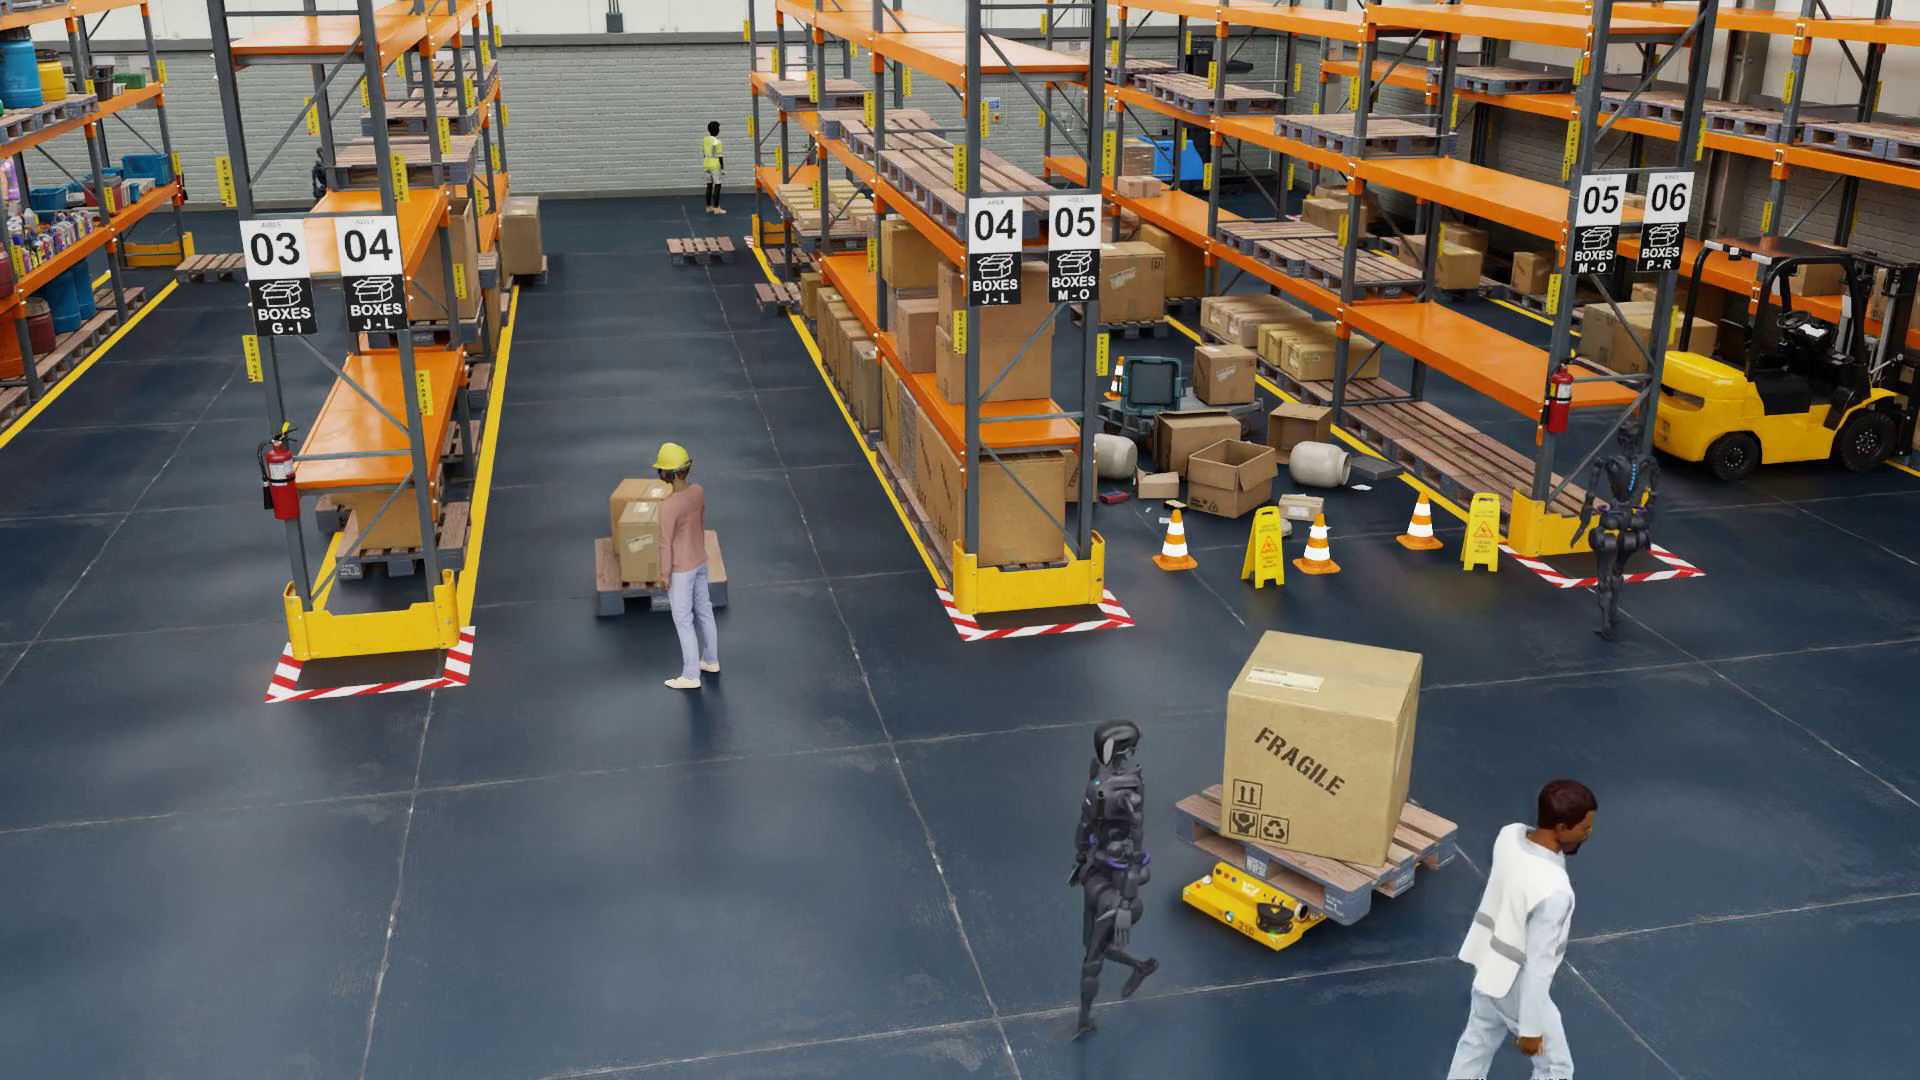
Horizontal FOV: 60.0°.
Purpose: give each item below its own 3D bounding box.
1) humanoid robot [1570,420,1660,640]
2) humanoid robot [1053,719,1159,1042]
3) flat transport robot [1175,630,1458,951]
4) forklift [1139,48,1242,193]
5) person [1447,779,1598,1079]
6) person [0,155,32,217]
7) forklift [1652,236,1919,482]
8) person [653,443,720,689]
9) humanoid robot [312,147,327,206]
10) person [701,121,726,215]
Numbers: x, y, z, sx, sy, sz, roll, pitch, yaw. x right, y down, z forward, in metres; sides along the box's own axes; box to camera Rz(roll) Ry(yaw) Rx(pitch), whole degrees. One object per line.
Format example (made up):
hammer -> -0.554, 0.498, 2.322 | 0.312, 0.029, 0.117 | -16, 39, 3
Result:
humanoid robot -> 4.903, -0.098, 12.454 | 0.596, 1.647, 0.518 | -2, 20, -4
humanoid robot -> 0.733, 1.599, 7.918 | 0.615, 1.640, 0.610 | -8, 22, -19
flat transport robot -> 1.954, 1.816, 9.312 | 1.431, 0.231, 0.659 | -17, 26, -39
forklift -> 4.566, -8.313, 32.860 | 1.873, 2.768, 1.129 | -4, 21, -12
person -> 2.414, 1.836, 6.924 | 0.737, 1.888, 0.615 | -1, 20, -4
person -> -15.367, -5.565, 27.152 | 0.346, 1.688, 0.489 | 11, 23, 28
forklift -> 8.013, -1.814, 16.330 | 2.313, 2.155, 1.214 | -4, 21, -12
person -> -1.941, 0.175, 11.596 | 0.338, 1.758, 0.520 | 8, 22, 20
humanoid robot -> -10.389, -5.629, 27.351 | 0.607, 1.637, 0.616 | 7, 21, 17
person -> -4.527, -6.843, 30.589 | 0.539, 1.686, 0.320 | 18, 27, 40
